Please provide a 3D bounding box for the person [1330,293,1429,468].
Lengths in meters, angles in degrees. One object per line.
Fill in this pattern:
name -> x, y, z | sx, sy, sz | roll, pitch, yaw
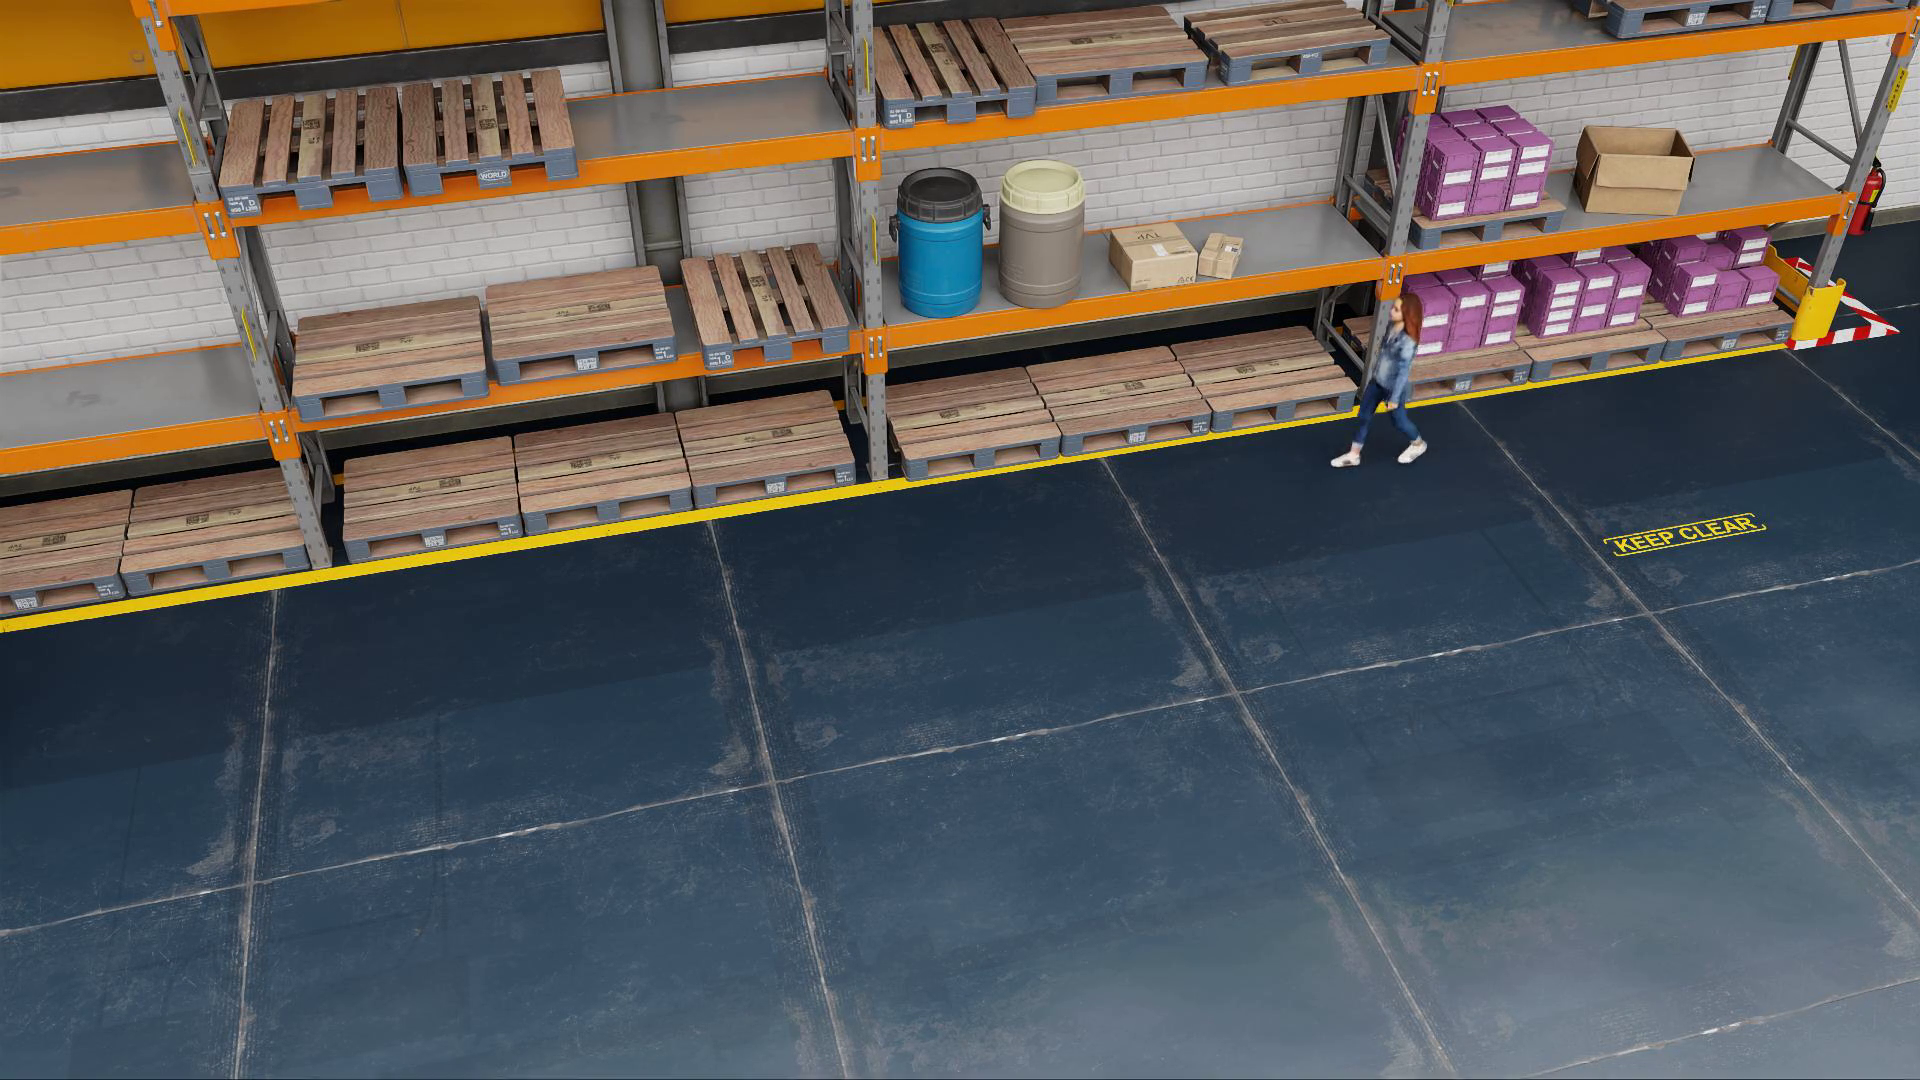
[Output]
person -> 3.212, -1.140, 12.138 | 0.958, 1.455, 0.589 | -8, 39, -10
